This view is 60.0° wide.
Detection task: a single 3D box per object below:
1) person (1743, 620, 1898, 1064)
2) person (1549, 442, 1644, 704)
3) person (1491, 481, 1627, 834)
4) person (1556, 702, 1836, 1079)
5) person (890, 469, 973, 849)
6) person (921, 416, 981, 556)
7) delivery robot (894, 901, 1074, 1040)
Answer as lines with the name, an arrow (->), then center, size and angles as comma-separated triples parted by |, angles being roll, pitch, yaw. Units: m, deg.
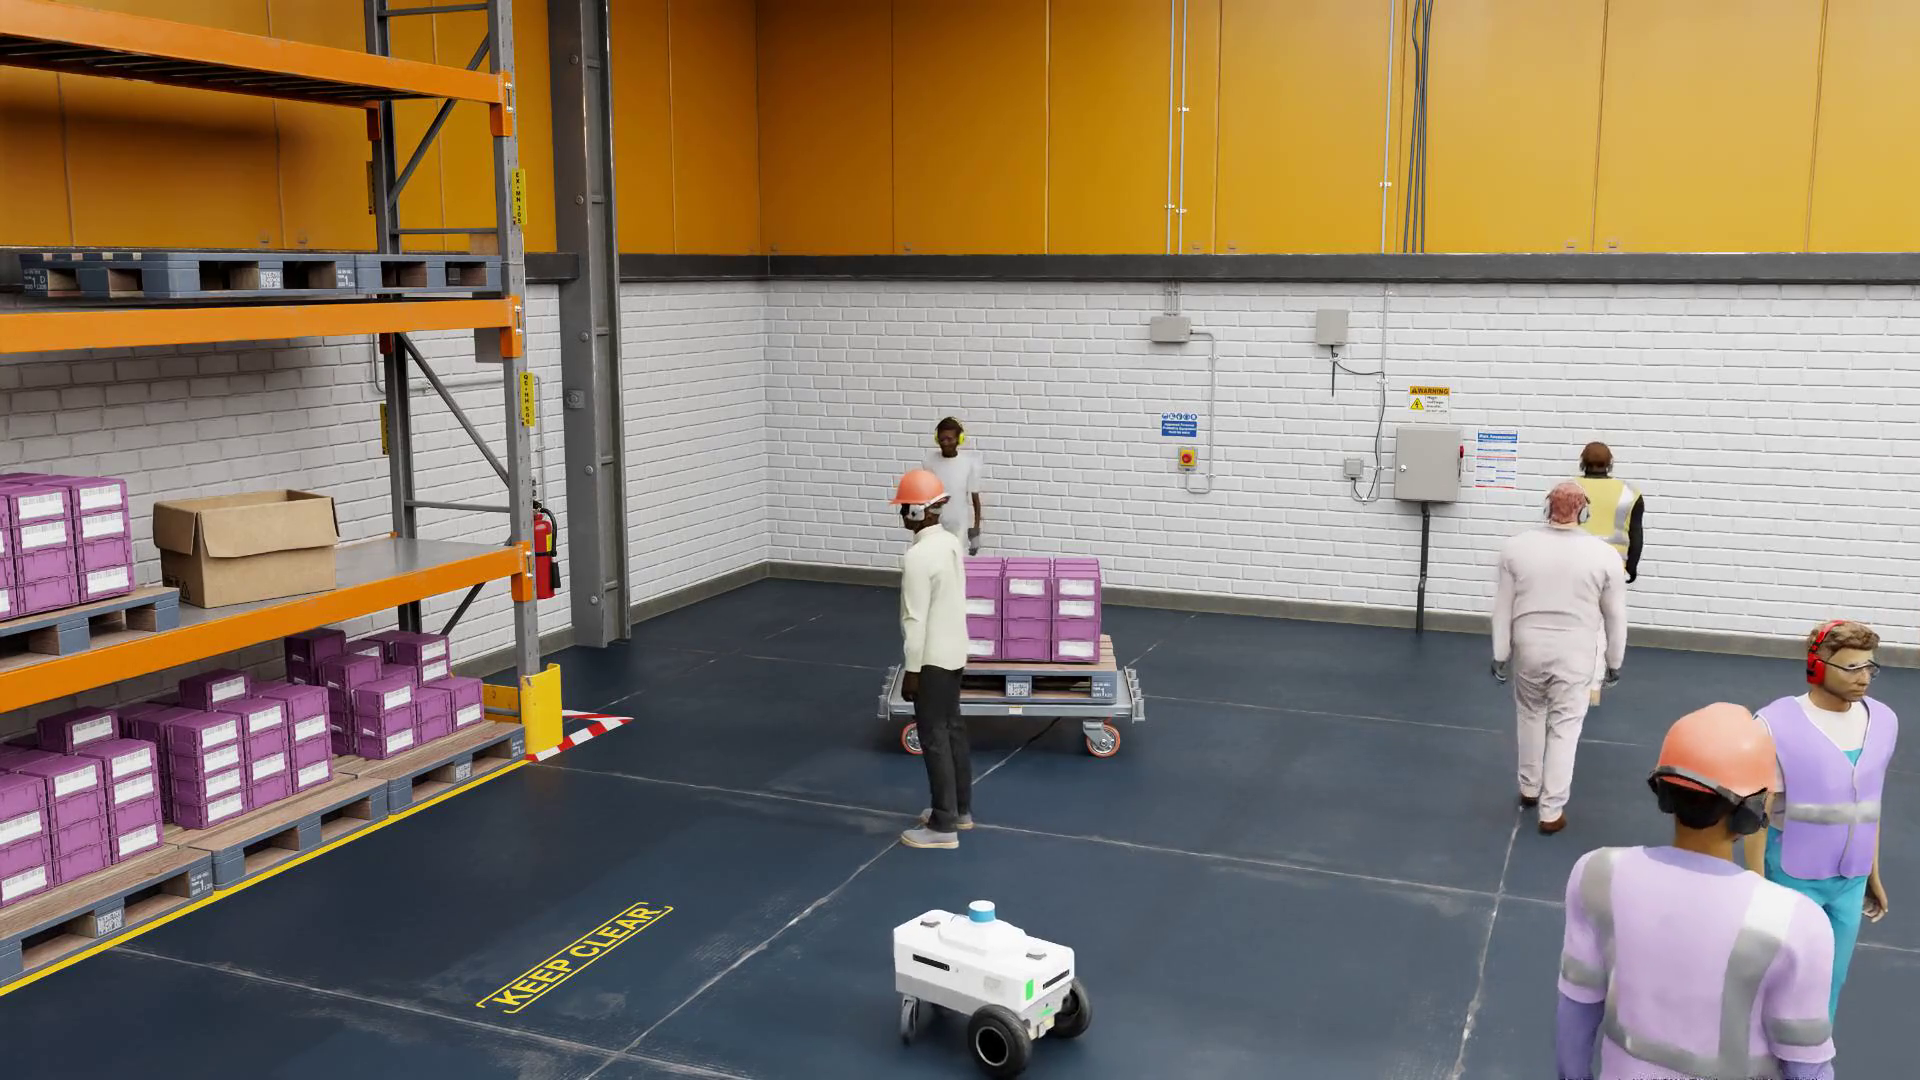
person -> 2.956, 1.171, 5.780 | 0.575, 1.841, 0.375 | -3, 10, -17
person -> 4.484, 0.203, 11.786 | 0.636, 1.798, 0.932 | 4, 10, 21
person -> 3.286, 0.609, 9.100 | 0.671, 1.871, 0.852 | 5, 11, 29
person -> 1.717, 1.385, 3.925 | 0.429, 2.045, 0.617 | -8, 13, -41
person -> -0.161, 0.612, 8.783 | 0.436, 1.980, 0.633 | 3, 10, 18
person -> -0.086, -0.087, 13.395 | 0.567, 1.844, 0.474 | 3, 10, 18
delivery robot -> 0.085, 1.651, 6.484 | 0.707, 0.478, 0.477 | 7, 12, 37
